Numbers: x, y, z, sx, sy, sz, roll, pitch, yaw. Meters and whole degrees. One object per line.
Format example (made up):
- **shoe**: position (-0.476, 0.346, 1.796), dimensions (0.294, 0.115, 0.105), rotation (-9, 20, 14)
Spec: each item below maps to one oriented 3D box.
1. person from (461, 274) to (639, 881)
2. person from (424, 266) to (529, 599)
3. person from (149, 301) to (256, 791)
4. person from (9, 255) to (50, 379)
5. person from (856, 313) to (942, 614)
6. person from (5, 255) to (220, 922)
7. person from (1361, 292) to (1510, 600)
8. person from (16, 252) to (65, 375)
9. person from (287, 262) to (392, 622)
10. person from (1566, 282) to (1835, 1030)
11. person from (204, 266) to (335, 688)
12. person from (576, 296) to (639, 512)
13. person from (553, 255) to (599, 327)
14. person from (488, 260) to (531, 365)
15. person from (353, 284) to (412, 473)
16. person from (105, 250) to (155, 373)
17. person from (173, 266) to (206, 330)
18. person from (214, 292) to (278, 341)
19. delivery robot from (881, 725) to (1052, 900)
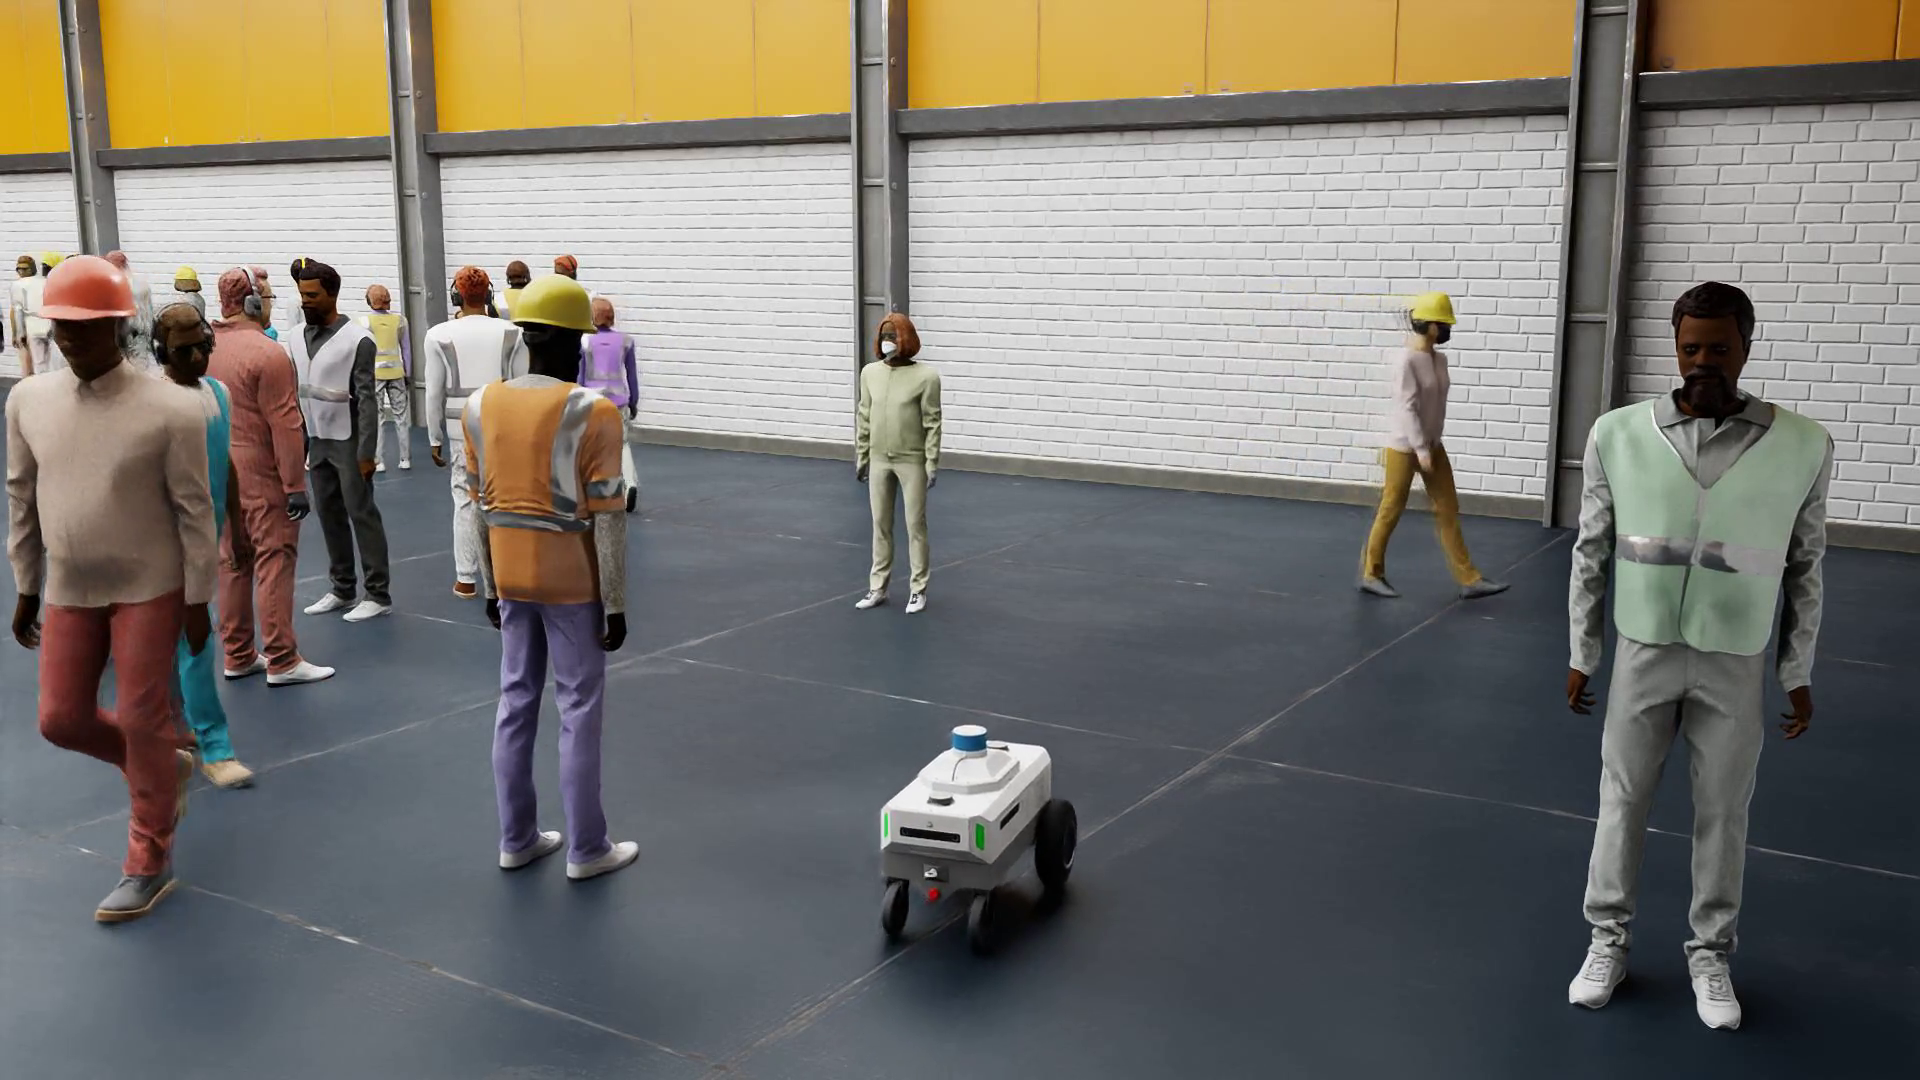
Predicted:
- **person**: position (-1.282, 0.126, 5.280), dimensions (0.582, 1.918, 0.392), rotation (4, 11, 23)
- **person**: position (-2.711, -0.600, 9.416), dimensions (0.585, 1.878, 0.349), rotation (-4, 11, -19)
- **person**: position (-2.900, 0.009, 6.267), dimensions (0.649, 1.802, 0.595), rotation (2, 10, 12)
- **person**: position (-10.929, -2.422, 19.597), dimensions (0.505, 1.845, 0.346), rotation (0, 10, 0)
- **person**: position (-0.341, -0.415, 9.053), dimensions (0.498, 1.634, 0.280), rotation (5, 11, 24)
- **person**: position (-2.550, 0.130, 5.077), dimensions (0.632, 1.979, 0.611), rotation (1, 10, 5)
- **person**: position (2.640, -0.495, 9.248), dimensions (0.530, 1.736, 0.798), rotation (-9, 13, -40)
- **person**: position (-10.534, -2.366, 19.192), dimensions (0.634, 1.885, 0.412), rotation (-2, 10, -11)
- **person**: position (-3.315, -0.519, 8.897), dimensions (0.583, 1.910, 0.392), rotation (6, 12, 31)
- **person**: position (1.892, 0.298, 4.320), dimensions (0.599, 1.917, 0.376), rotation (4, 11, 23)
- **person**: position (-3.191, -0.284, 7.578), dimensions (0.653, 1.906, 0.408), rotation (6, 12, 30)
- **person**: position (-2.624, -1.009, 12.412), dimensions (0.523, 1.610, 0.745), rotation (-6, 12, -28)
- **person**: position (-3.616, -1.704, 15.498), dimensions (0.578, 1.885, 0.346), rotation (3, 11, 15)
- **person**: position (-3.963, -1.607, 15.106), dimensions (0.619, 1.839, 0.430), rotation (-5, 11, -25)
- **person**: position (-5.035, -1.405, 14.526), dimensions (0.525, 1.639, 0.307), rotation (-9, 14, -42)
- **person**: position (-9.211, -2.224, 18.323), dimensions (0.643, 1.909, 0.410), rotation (-6, 12, -32)
- **person**: position (-8.341, -2.095, 18.064), dimensions (0.295, 1.744, 0.485), rotation (-1, 10, -3)
- **person**: position (-5.302, -1.061, 12.305), dimensions (0.572, 1.750, 0.330), rotation (3, 11, 16)
- **delivery robot**: position (0.029, 0.805, 5.028), dimensions (0.477, 0.478, 0.707), rotation (4, 11, 19)
